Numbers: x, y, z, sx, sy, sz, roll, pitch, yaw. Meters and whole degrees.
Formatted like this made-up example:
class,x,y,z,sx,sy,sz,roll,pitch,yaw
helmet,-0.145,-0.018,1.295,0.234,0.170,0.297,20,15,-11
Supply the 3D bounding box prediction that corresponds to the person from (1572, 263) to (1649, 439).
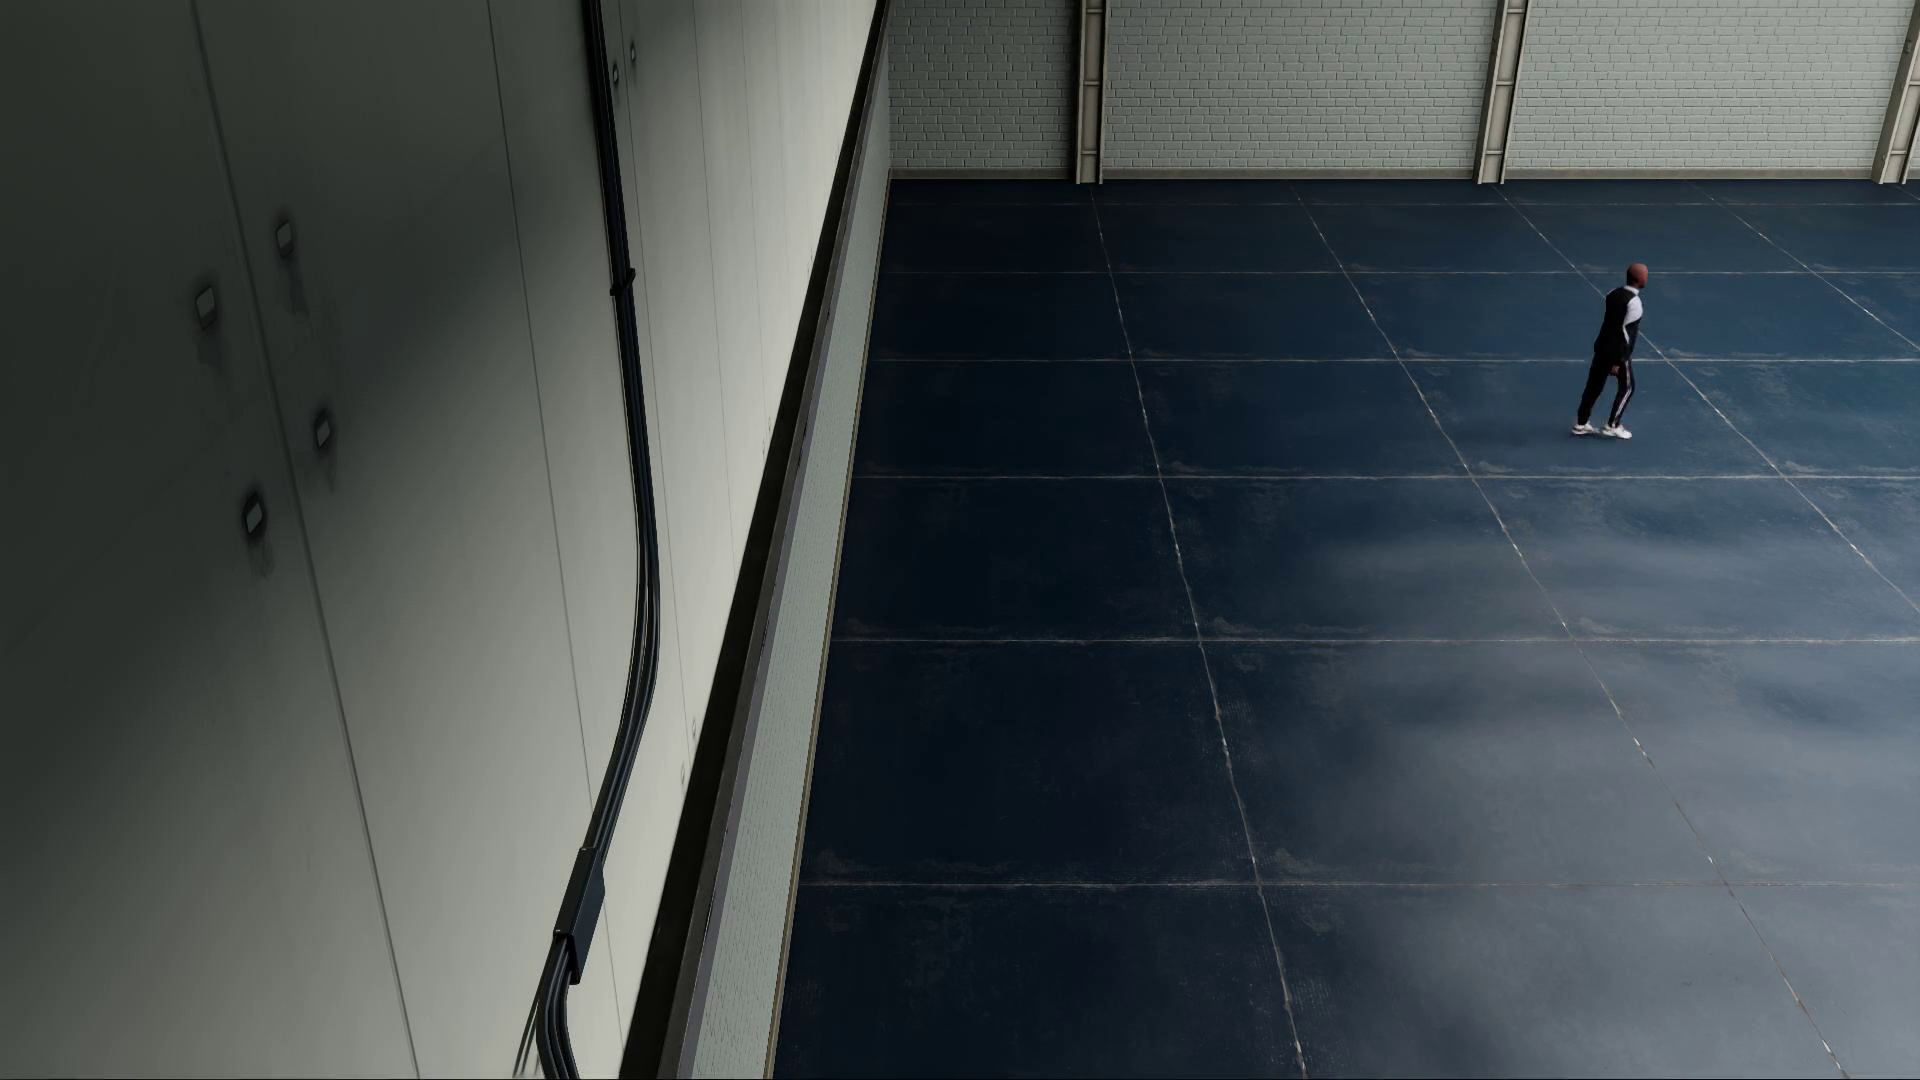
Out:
class,x,y,z,sx,sy,sz,roll,pitch,yaw
person,6.341,-1.854,16.404,0.850,1.807,0.763,-7,29,-13
